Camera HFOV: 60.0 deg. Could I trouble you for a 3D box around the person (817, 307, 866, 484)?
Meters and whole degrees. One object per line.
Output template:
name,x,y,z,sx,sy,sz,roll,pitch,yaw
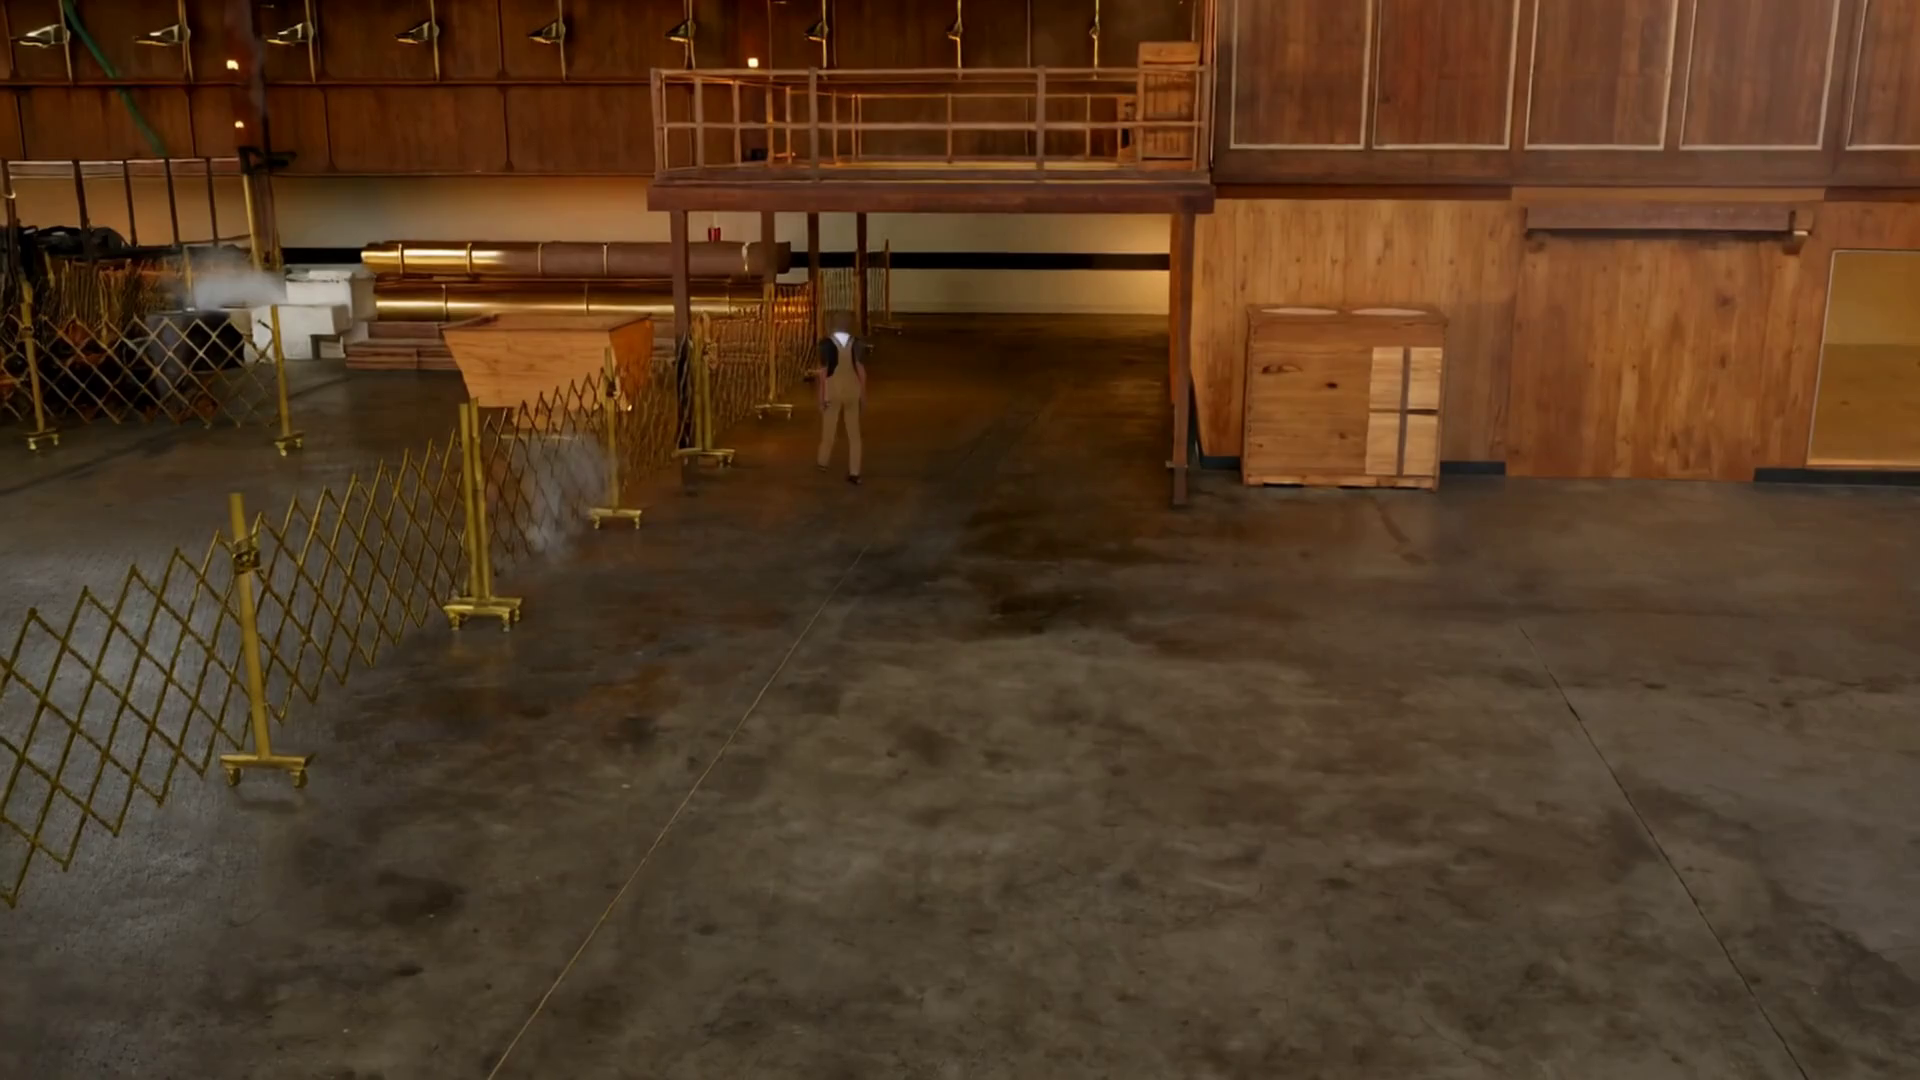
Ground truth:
person,-1.243,-1.524,17.288,0.527,1.788,0.964,-4,14,-15
